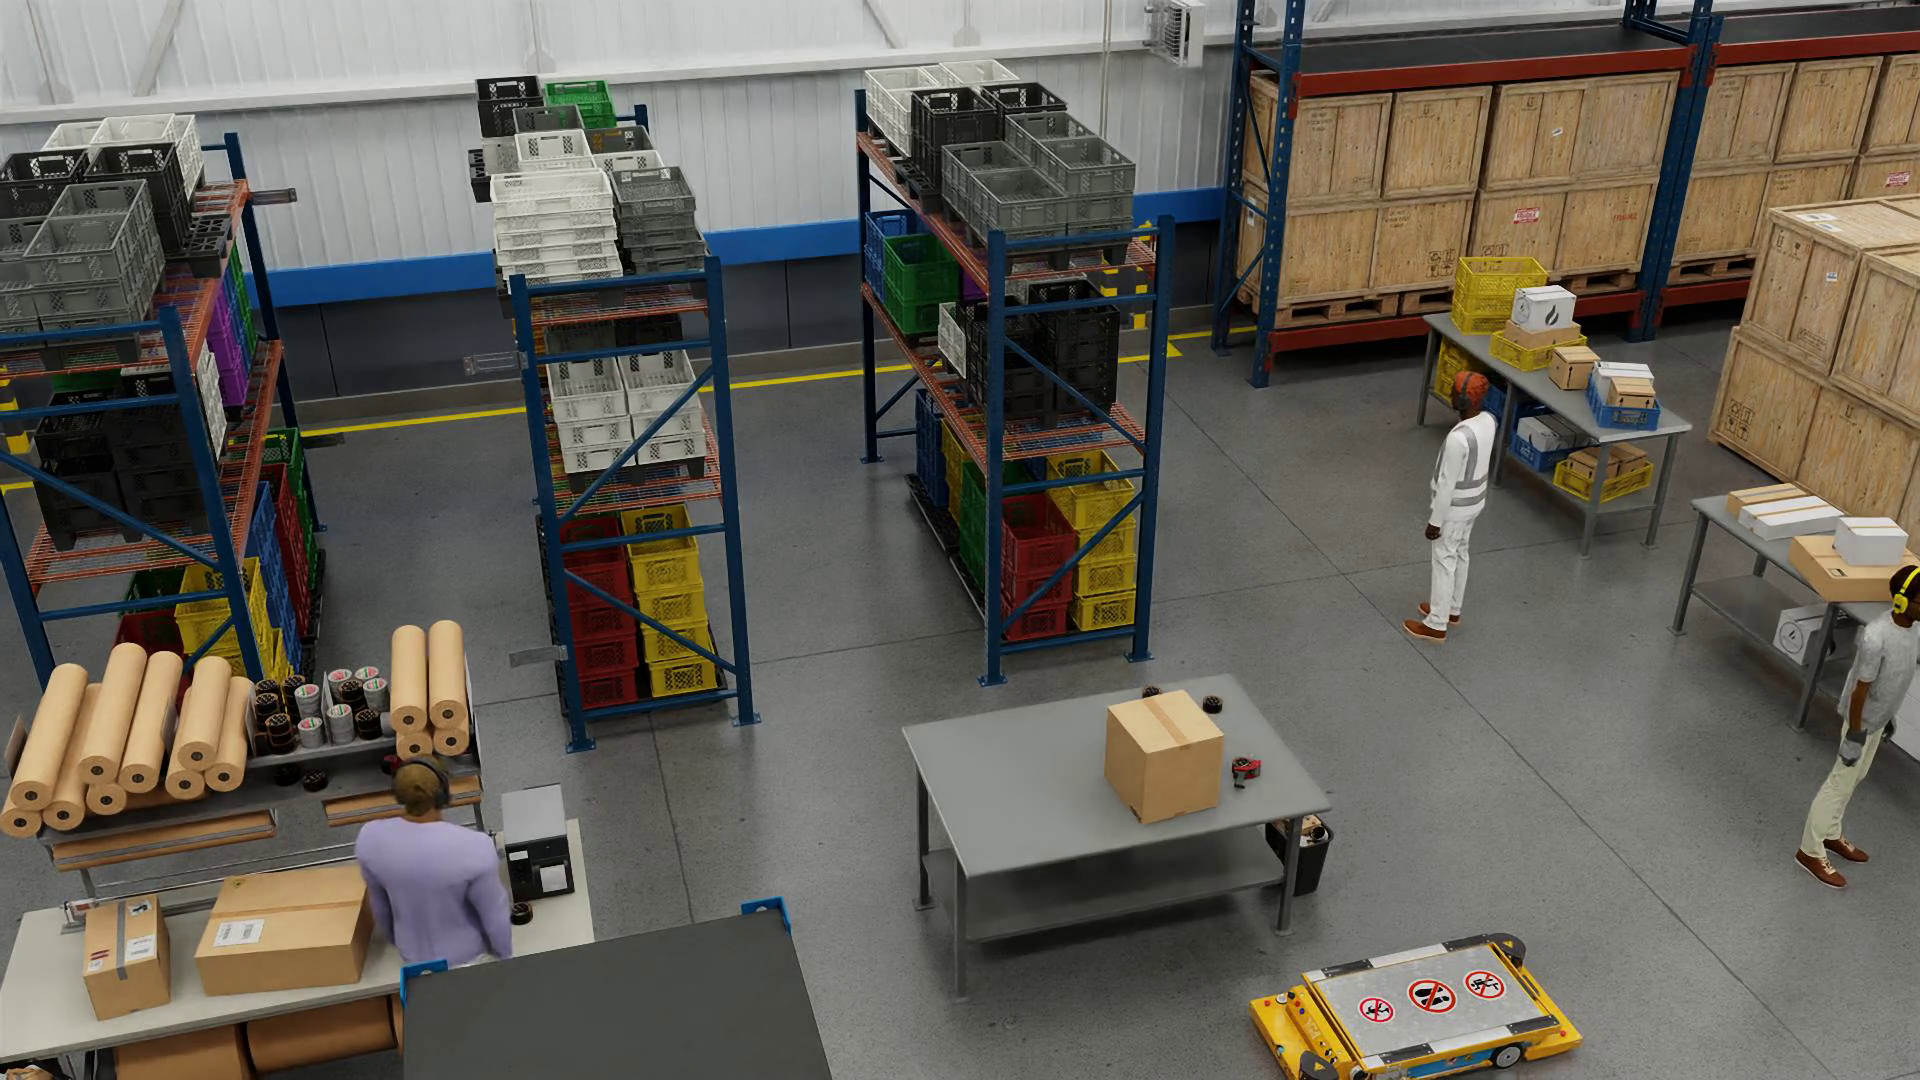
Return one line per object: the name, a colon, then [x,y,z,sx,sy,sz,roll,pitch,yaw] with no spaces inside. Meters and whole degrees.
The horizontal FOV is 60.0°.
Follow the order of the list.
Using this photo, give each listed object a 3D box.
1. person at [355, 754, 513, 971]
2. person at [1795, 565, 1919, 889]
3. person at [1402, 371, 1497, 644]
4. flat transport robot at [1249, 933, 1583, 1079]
person: [-2.224,1.760,7.225,0.631,1.932,0.372,5,29,9]
person: [4.794,0.961,8.737,0.514,1.872,0.328,-24,37,-36]
person: [3.232,-0.219,10.880,0.357,1.880,0.568,21,35,33]
flat transport robot: [2.184,2.282,7.980,1.431,0.197,0.652,-8,30,-14]
